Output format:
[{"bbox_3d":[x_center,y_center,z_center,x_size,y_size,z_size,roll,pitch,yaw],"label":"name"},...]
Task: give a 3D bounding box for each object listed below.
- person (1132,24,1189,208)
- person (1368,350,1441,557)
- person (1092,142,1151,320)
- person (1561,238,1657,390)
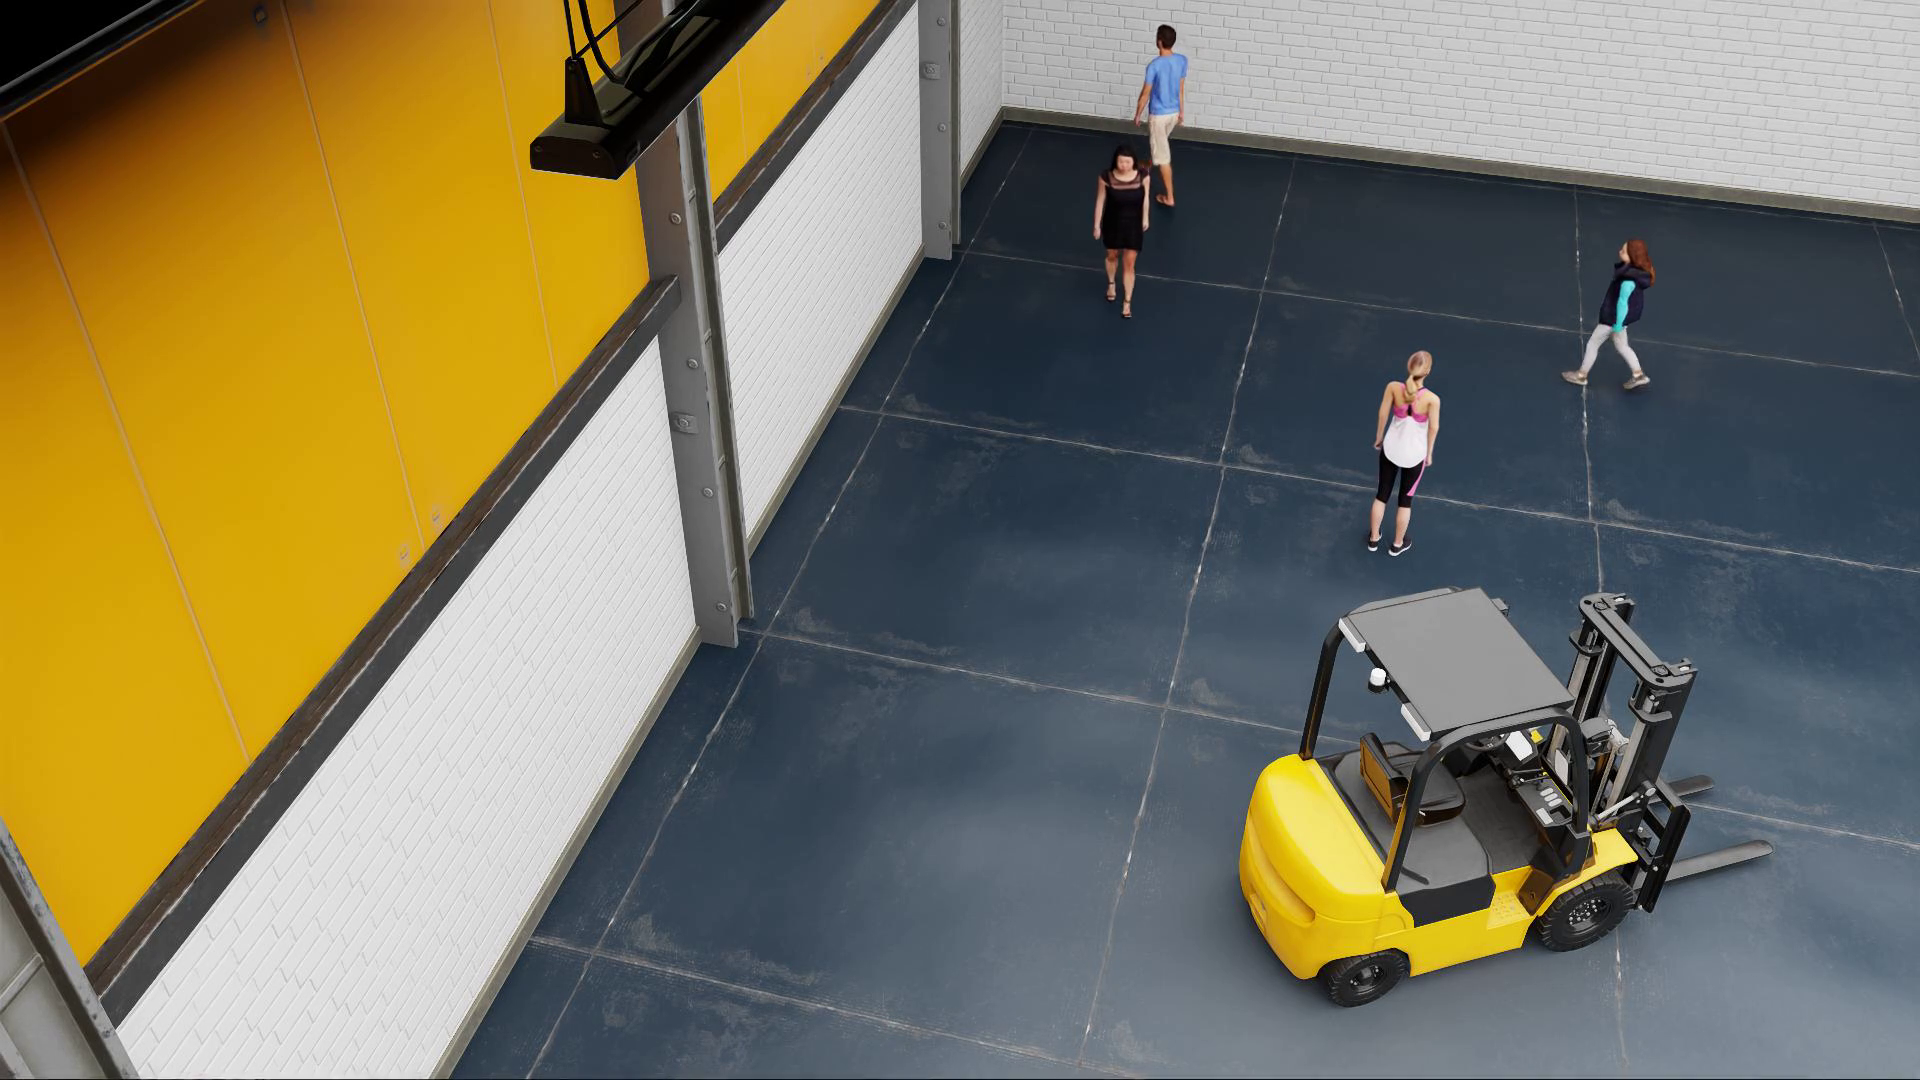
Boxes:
[{"bbox_3d":[2.152,-4.345,17.207,1.189,1.815,1.244,-20,43,-23],"label":"person"},{"bbox_3d":[3.352,-0.650,12.603,0.658,1.787,0.608,21,43,24],"label":"person"},{"bbox_3d":[1.505,-2.971,15.583,0.803,1.695,0.925,1,39,1],"label":"person"},{"bbox_3d":[5.795,-1.940,14.467,0.764,1.476,0.949,18,42,22],"label":"person"}]
